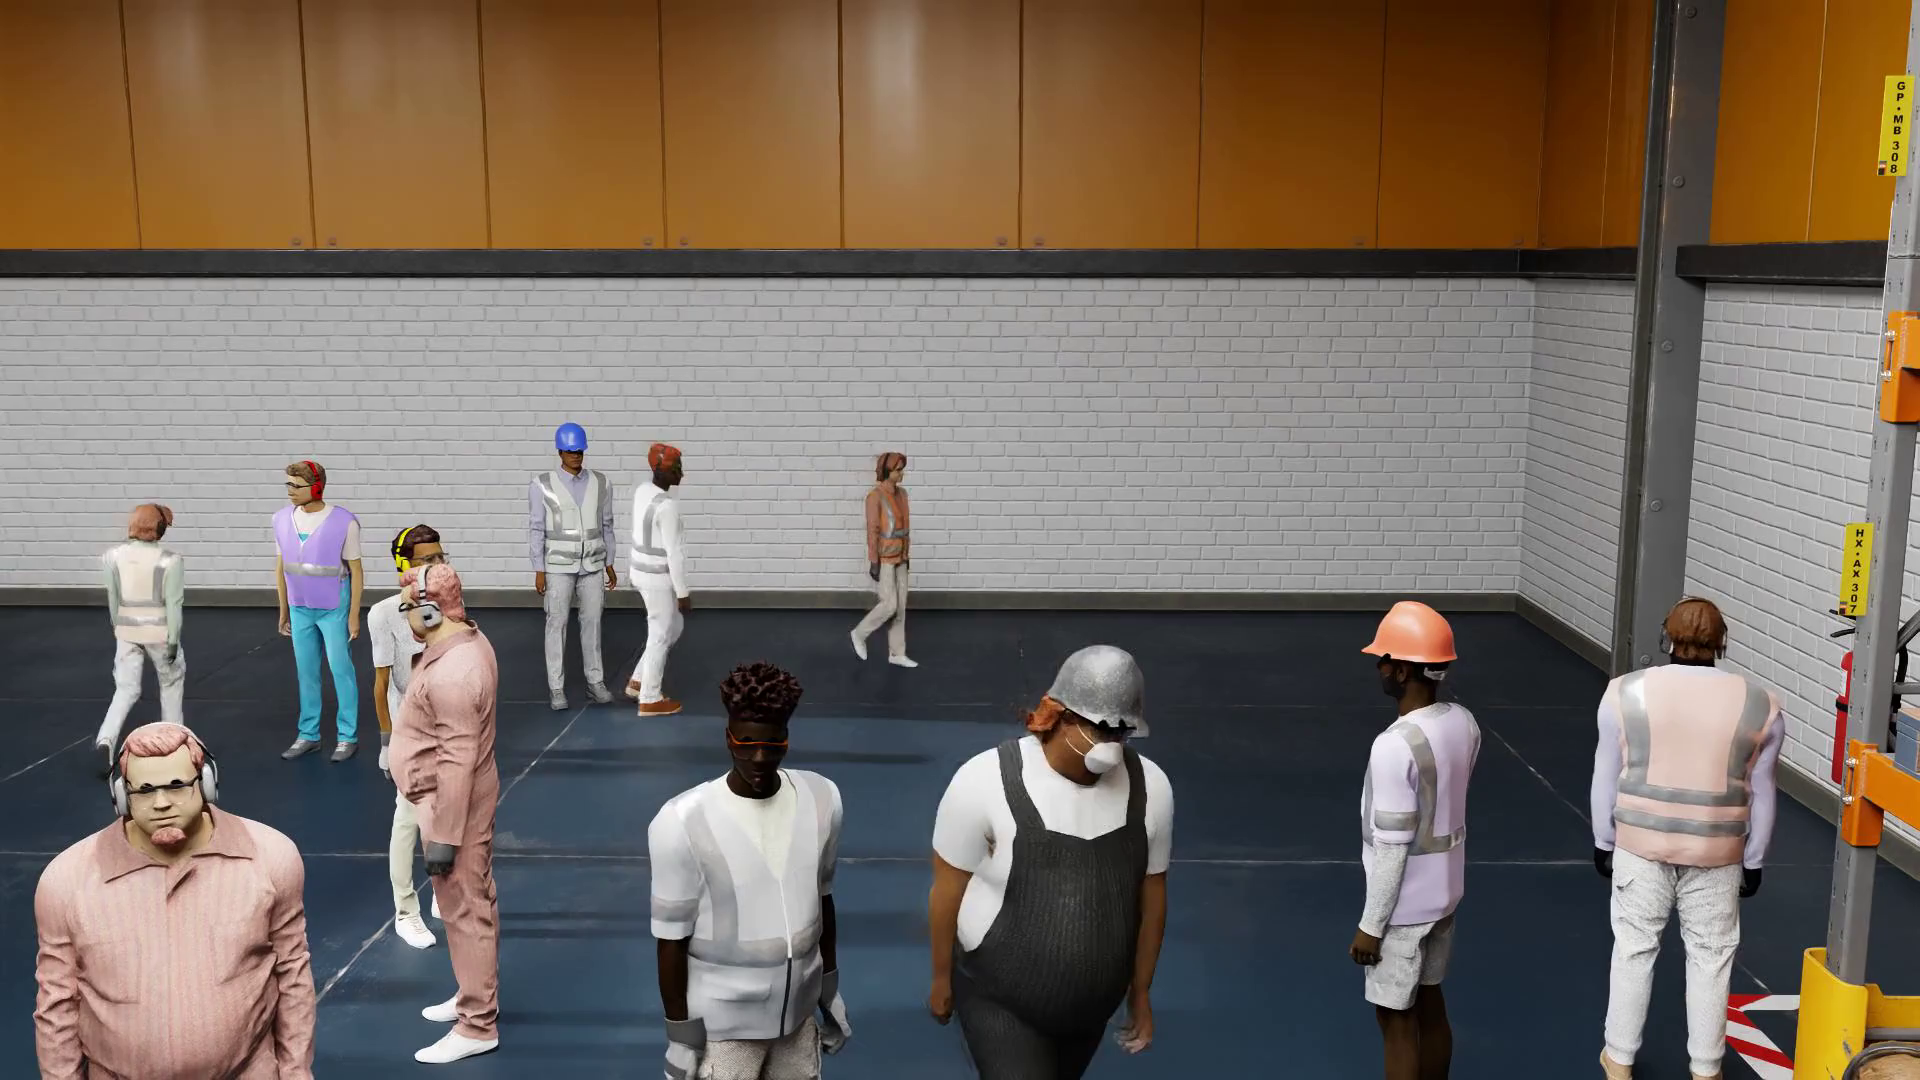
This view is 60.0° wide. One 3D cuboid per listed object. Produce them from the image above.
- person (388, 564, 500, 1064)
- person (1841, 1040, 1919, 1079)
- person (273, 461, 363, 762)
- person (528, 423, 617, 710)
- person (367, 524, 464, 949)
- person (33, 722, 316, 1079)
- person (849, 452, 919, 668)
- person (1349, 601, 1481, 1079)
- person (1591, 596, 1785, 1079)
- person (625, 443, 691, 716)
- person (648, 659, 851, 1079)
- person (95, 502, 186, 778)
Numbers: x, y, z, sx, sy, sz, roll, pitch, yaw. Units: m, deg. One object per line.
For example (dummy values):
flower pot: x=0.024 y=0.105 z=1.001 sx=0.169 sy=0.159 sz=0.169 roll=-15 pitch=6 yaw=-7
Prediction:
person: x=-1.955 y=1.027 z=6.344 sx=0.406 sy=1.902 sz=0.638 roll=-2 pitch=10 yaw=-11
person: x=1.425 y=1.669 z=2.659 sx=0.506 sy=1.847 sz=0.343 roll=3 pitch=10 yaw=19
person: x=-3.880 y=0.426 z=10.116 sx=0.564 sy=1.842 sz=0.393 roll=2 pitch=10 yaw=13
person: x=-2.627 y=0.170 z=11.334 sx=0.605 sy=1.948 sz=0.390 roll=-6 pitch=11 yaw=-34
person: x=-2.376 y=0.858 z=7.432 sx=0.328 sy=1.877 sz=0.510 roll=6 pitch=11 yaw=31
person: x=-1.938 y=1.385 z=4.172 sx=0.639 sy=1.910 sz=0.407 roll=-5 pitch=11 yaw=-28
person: x=-0.548 y=0.149 z=12.390 sx=0.437 sy=1.626 sz=0.530 roll=5 pitch=11 yaw=29
person: x=1.455 y=1.157 z=5.451 sx=0.354 sy=1.939 sz=0.544 roll=8 pitch=12 yaw=40
person: x=2.616 y=1.111 z=6.049 sx=0.615 sy=1.835 sz=0.428 roll=3 pitch=10 yaw=20
person: x=-1.986 y=0.272 z=11.022 sx=0.385 sy=1.858 sz=0.672 roll=-4 pitch=10 yaw=-23
person: x=-0.565 y=1.285 z=4.607 sx=0.607 sy=1.963 sz=0.374 roll=-8 pitch=12 yaw=-39
person: x=-4.845 y=0.588 z=9.832 sx=0.520 sy=1.609 sz=0.732 roll=1 pitch=10 yaw=4
